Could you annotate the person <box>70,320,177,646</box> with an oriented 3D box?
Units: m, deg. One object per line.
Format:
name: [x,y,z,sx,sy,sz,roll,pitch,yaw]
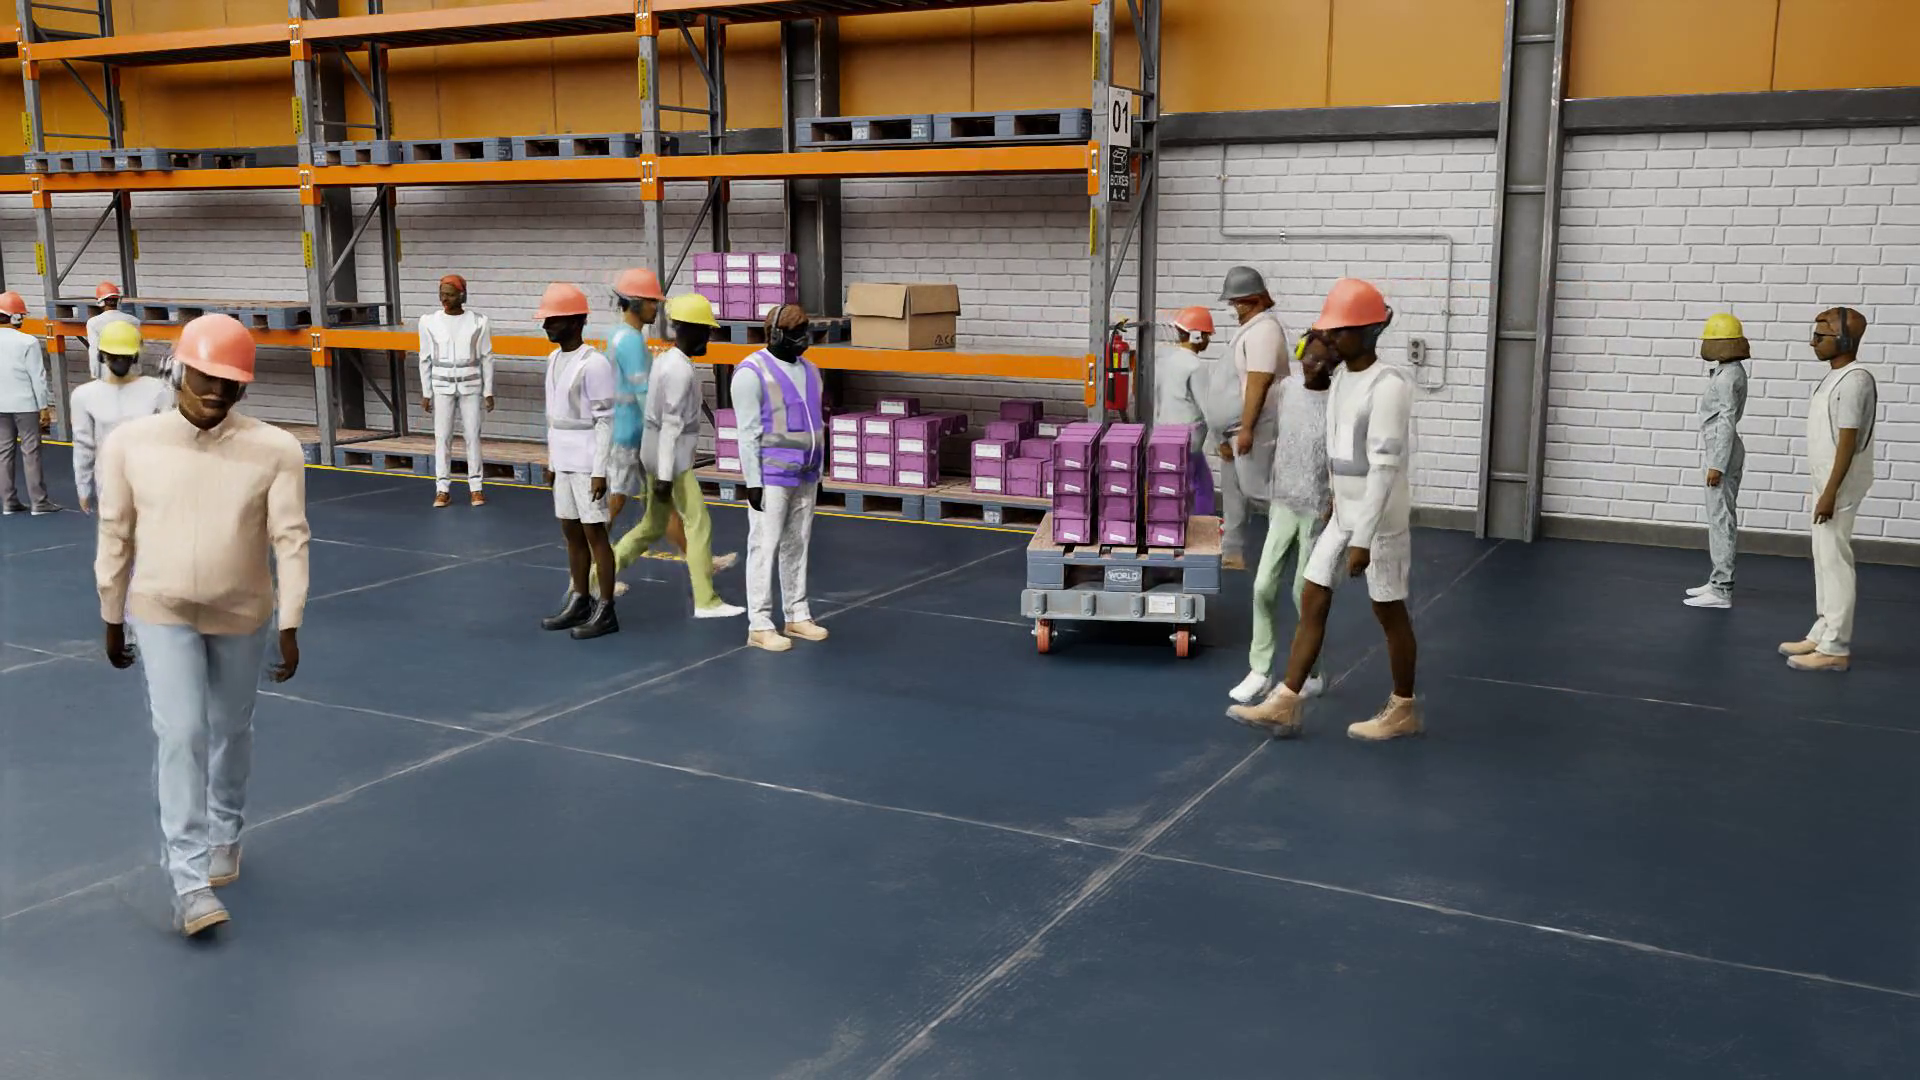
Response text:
person: [-4.467,-0.310,8.963,0.547,1.749,0.424,-4,11,-20]

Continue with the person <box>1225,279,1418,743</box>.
person: [1.589,-0.088,7.054,0.956,2.000,0.624,-2,11,-13]

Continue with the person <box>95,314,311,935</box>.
person: [-2.419,0.253,5.348,0.641,1.939,0.901,-5,11,-24]

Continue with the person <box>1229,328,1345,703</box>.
person: [1.568,-0.108,7.673,0.601,1.813,0.609,-9,13,-39]

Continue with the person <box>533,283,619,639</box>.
person: [-2.108,-0.425,9.086,0.378,1.936,0.548,-9,14,-42]

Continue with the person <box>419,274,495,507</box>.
person: [-4.086,-1.208,13.531,0.575,1.883,0.362,-2,11,-13]

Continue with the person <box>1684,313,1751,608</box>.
person: [4.492,-0.469,9.871,0.320,1.739,0.492,5,12,27]

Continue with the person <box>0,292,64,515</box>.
person: [-7.443,-1.074,13.142,0.563,1.753,0.335,2,11,11]

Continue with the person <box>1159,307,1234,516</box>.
person: [1.621,-0.674,11.028,0.779,1.716,0.569,-1,10,-6]

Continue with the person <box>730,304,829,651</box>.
person: [-0.935,-0.338,8.908,0.429,1.839,0.629,7,13,35]

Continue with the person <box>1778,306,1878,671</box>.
person: [4.434,-0.258,8.448,0.335,1.842,0.507,3,11,16]

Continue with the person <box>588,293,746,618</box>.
person: [-1.729,-0.458,9.449,0.891,1.884,0.599,-4,11,-19]

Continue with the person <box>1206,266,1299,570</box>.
person: [1.988,-0.782,10.758,0.807,2.000,0.694,0,10,3]

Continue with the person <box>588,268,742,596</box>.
person: [-1.876,-0.644,10.134,1.065,1.982,0.628,-2,11,-11]

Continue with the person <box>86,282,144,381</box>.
person: [-8.234,-1.632,16.206,0.342,1.749,0.573,5,12,27]
